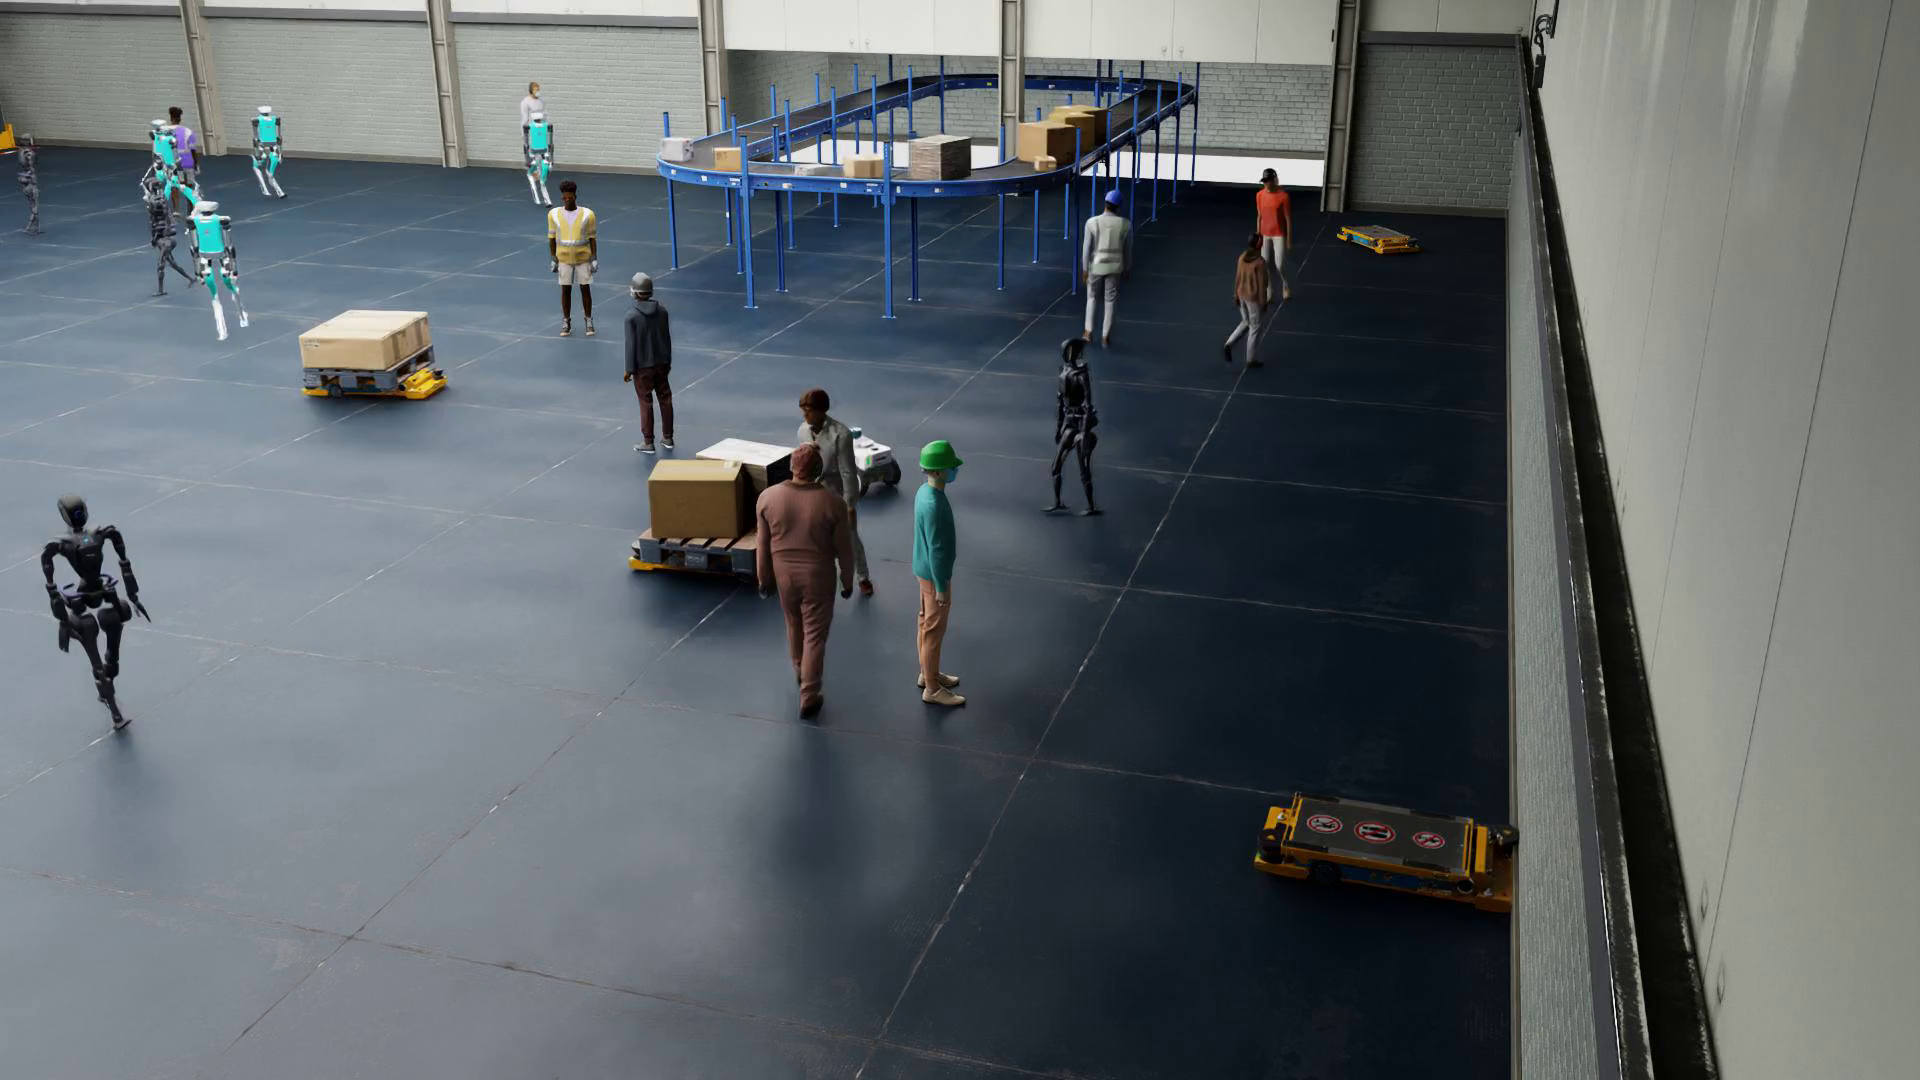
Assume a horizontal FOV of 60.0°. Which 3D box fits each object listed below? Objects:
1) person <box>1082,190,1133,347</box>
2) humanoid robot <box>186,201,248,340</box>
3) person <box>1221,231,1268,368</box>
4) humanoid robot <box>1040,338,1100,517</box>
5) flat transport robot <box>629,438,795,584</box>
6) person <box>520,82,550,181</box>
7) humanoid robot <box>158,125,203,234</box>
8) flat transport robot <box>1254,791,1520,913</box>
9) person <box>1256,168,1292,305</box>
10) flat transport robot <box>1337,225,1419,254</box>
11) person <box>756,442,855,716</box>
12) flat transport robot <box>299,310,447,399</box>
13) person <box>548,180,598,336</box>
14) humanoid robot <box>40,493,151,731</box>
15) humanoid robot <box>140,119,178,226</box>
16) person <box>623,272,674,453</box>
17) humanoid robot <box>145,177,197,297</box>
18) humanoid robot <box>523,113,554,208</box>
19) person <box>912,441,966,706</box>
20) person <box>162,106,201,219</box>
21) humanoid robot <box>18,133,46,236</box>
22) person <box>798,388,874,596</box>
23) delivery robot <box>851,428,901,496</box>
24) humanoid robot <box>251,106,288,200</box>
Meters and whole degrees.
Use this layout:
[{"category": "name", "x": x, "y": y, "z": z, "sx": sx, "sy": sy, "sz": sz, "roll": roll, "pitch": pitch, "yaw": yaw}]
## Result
[{"category": "person", "x": 1.833, "y": -3.371, "z": 20.651, "sx": 0.631, "sy": 1.903, "sz": 0.553, "roll": 0, "pitch": 21, "yaw": 1}, {"category": "humanoid robot", "x": -9.384, "y": -3.468, "z": 21.194, "sx": 0.554, "sy": 1.799, "sz": 0.904, "roll": -2, "pitch": 21, "yaw": -6}, {"category": "person", "x": 3.400, "y": -2.814, "z": 19.572, "sx": 0.473, "sy": 1.639, "sz": 0.466, "roll": -13, "pitch": 24, "yaw": -29}, {"category": "humanoid robot", "x": 1.004, "y": -0.983, "z": 14.791, "sx": 0.612, "sy": 1.640, "sz": 0.590, "roll": -11, "pitch": 24, "yaw": -26}, {"category": "flat transport robot", "x": -1.972, "y": 0.107, "z": 13.901, "sx": 1.431, "sy": 0.231, "sz": 0.659, "roll": 6, "pitch": 22, "yaw": 14}, {"category": "person", "x": -8.284, "y": -8.016, "z": 32.679, "sx": 0.461, "sy": 1.924, "sz": 0.626, "roll": 9, "pitch": 23, "yaw": 23}, {"category": "humanoid robot", "x": -12.885, "y": -6.016, "z": 27.754, "sx": 0.542, "sy": 1.799, "sz": 0.712, "roll": 19, "pitch": 28, "yaw": 40}, {"category": "flat transport robot", "x": 2.459, "y": 1.783, "z": 9.554, "sx": 1.431, "sy": 0.231, "sz": 0.659, "roll": 7, "pitch": 22, "yaw": 17}, {"category": "person", "x": 4.265, "y": -4.134, "z": 22.666, "sx": 0.502, "sy": 1.881, "sz": 0.688, "roll": 13, "pitch": 25, "yaw": 31}, {"category": "flat transport robot", "x": 6.703, "y": -4.827, "z": 26.698, "sx": 0.659, "sy": 0.231, "sz": 1.431, "roll": -6, "pitch": 22, "yaw": -16}, {"category": "person", "x": -1.014, "y": 0.209, "z": 11.405, "sx": 0.657, "sy": 1.869, "sz": 0.882, "roll": 4, "pitch": 21, "yaw": 11}, {"category": "flat transport robot", "x": -6.622, "y": -1.787, "z": 18.811, "sx": 1.431, "sy": 0.231, "sz": 0.659, "roll": 2, "pitch": 21, "yaw": 5}, {"category": "person", "x": -4.895, "y": -3.572, "z": 21.085, "sx": 0.600, "sy": 1.966, "sz": 0.368, "roll": -3, "pitch": 21, "yaw": -8}, {"category": "humanoid robot", "x": -5.724, "y": 0.457, "z": 11.086, "sx": 0.761, "sy": 1.627, "sz": 0.588, "roll": 17, "pitch": 27, "yaw": 37}, {"category": "humanoid robot", "x": -13.586, "y": -6.148, "z": 28.164, "sx": 0.536, "sy": 1.845, "sz": 0.733, "roll": 9, "pitch": 23, "yaw": 22}, {"category": "person", "x": -3.110, "y": -1.765, "z": 16.609, "sx": 0.540, "sy": 1.814, "sz": 0.366, "roll": -17, "pitch": 27, "yaw": -38}, {"category": "humanoid robot", "x": -11.196, "y": -4.291, "z": 23.427, "sx": 0.609, "sy": 1.632, "sz": 0.790, "roll": 18, "pitch": 28, "yaw": 39}, {"category": "humanoid robot", "x": -7.539, "y": -6.763, "z": 29.678, "sx": 0.538, "sy": 1.727, "sz": 0.993, "roll": -10, "pitch": 23, "yaw": -25}, {"category": "person", "x": -0.153, "y": 0.217, "z": 11.383, "sx": 0.347, "sy": 1.874, "sz": 0.516, "roll": -2, "pitch": 21, "yaw": -6}, {"category": "person", "x": -13.467, "y": -6.490, "z": 28.736, "sx": 0.618, "sy": 1.927, "sz": 0.634, "roll": -10, "pitch": 23, "yaw": -24}, {"category": "humanoid robot", "x": -15.363, "y": -5.849, "z": 27.403, "sx": 0.485, "sy": 1.644, "sz": 0.610, "roll": -15, "pitch": 25, "yaw": -33}, {"category": "person", "x": -0.974, "y": -0.369, "z": 13.043, "sx": 0.523, "sy": 1.787, "sz": 0.688, "roll": 10, "pitch": 23, "yaw": 24}, {"category": "delivery robot", "x": -0.977, "y": -0.772, "z": 15.763, "sx": 0.774, "sy": 0.581, "sz": 0.499, "roll": 20, "pitch": 29, "yaw": 41}, {"category": "humanoid robot", "x": -12.742, "y": -7.077, "z": 30.504, "sx": 1.013, "sy": 1.739, "sz": 0.540, "roll": 19, "pitch": 28, "yaw": 40}]
